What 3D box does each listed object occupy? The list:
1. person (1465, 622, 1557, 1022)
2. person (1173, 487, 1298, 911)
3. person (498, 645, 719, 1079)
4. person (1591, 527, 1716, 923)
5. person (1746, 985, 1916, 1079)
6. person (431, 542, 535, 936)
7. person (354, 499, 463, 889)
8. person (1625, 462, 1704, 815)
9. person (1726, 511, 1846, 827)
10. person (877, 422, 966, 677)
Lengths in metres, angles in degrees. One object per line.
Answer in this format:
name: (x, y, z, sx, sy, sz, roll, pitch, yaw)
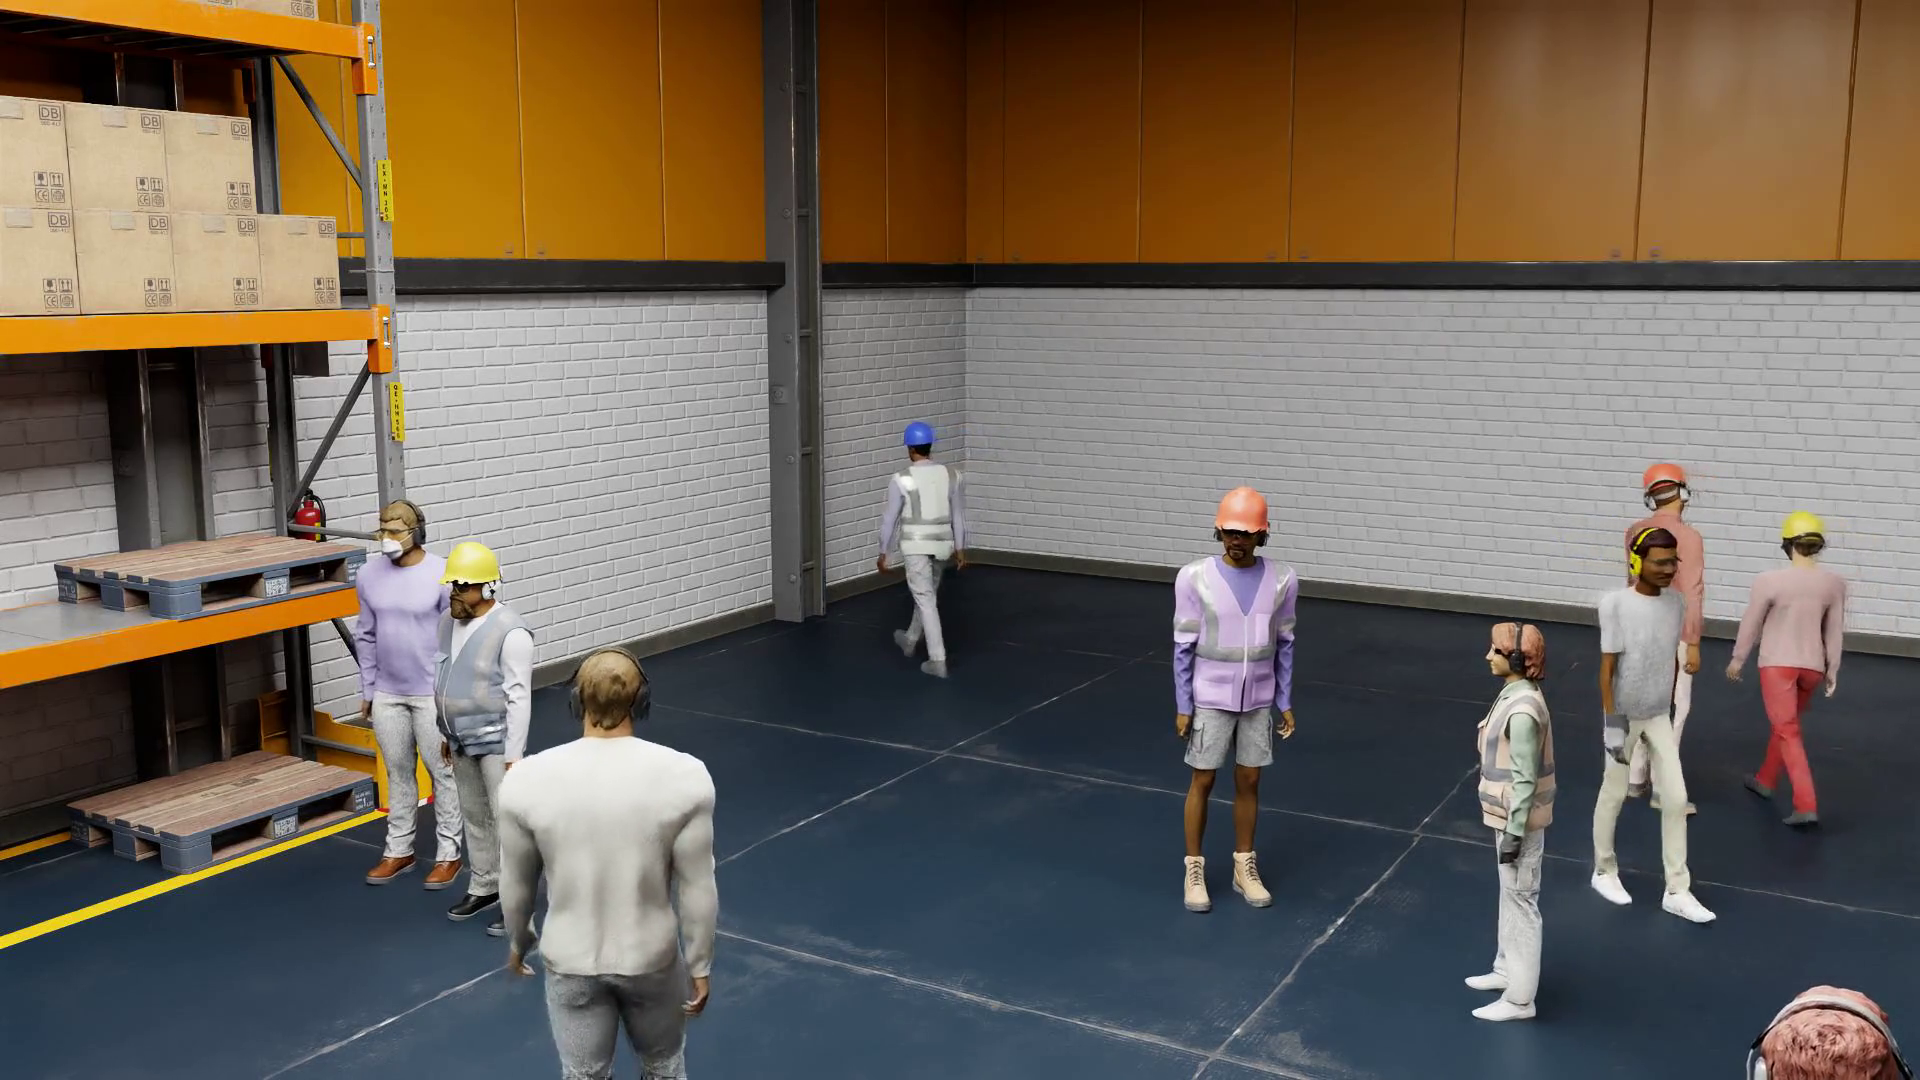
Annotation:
person: (2.250, 1.138, 6.761, 0.315, 1.641, 0.515, 2, 9, 15)
person: (1.315, 0.754, 7.918, 0.609, 2.040, 0.394, -1, 9, -9)
person: (-1.066, 1.264, 5.074, 0.648, 1.930, 0.480, -2, 9, -11)
person: (3.253, 0.874, 7.802, 0.526, 1.842, 0.757, -2, 9, -13)
person: (1.363, 1.657, 2.728, 0.645, 1.900, 0.399, 8, 12, 41)
person: (-2.203, 0.904, 7.667, 0.593, 1.826, 0.404, 7, 11, 37)
person: (-2.687, 0.758, 8.209, 0.629, 1.940, 0.378, 3, 9, 16)
person: (4.044, 0.556, 9.470, 0.363, 1.958, 0.782, -2, 9, -10)
person: (4.629, 0.699, 9.252, 0.534, 1.724, 0.897, -1, 9, -7)
person: (-0.348, 0.049, 12.732, 0.647, 1.896, 0.973, -6, 11, -33)
